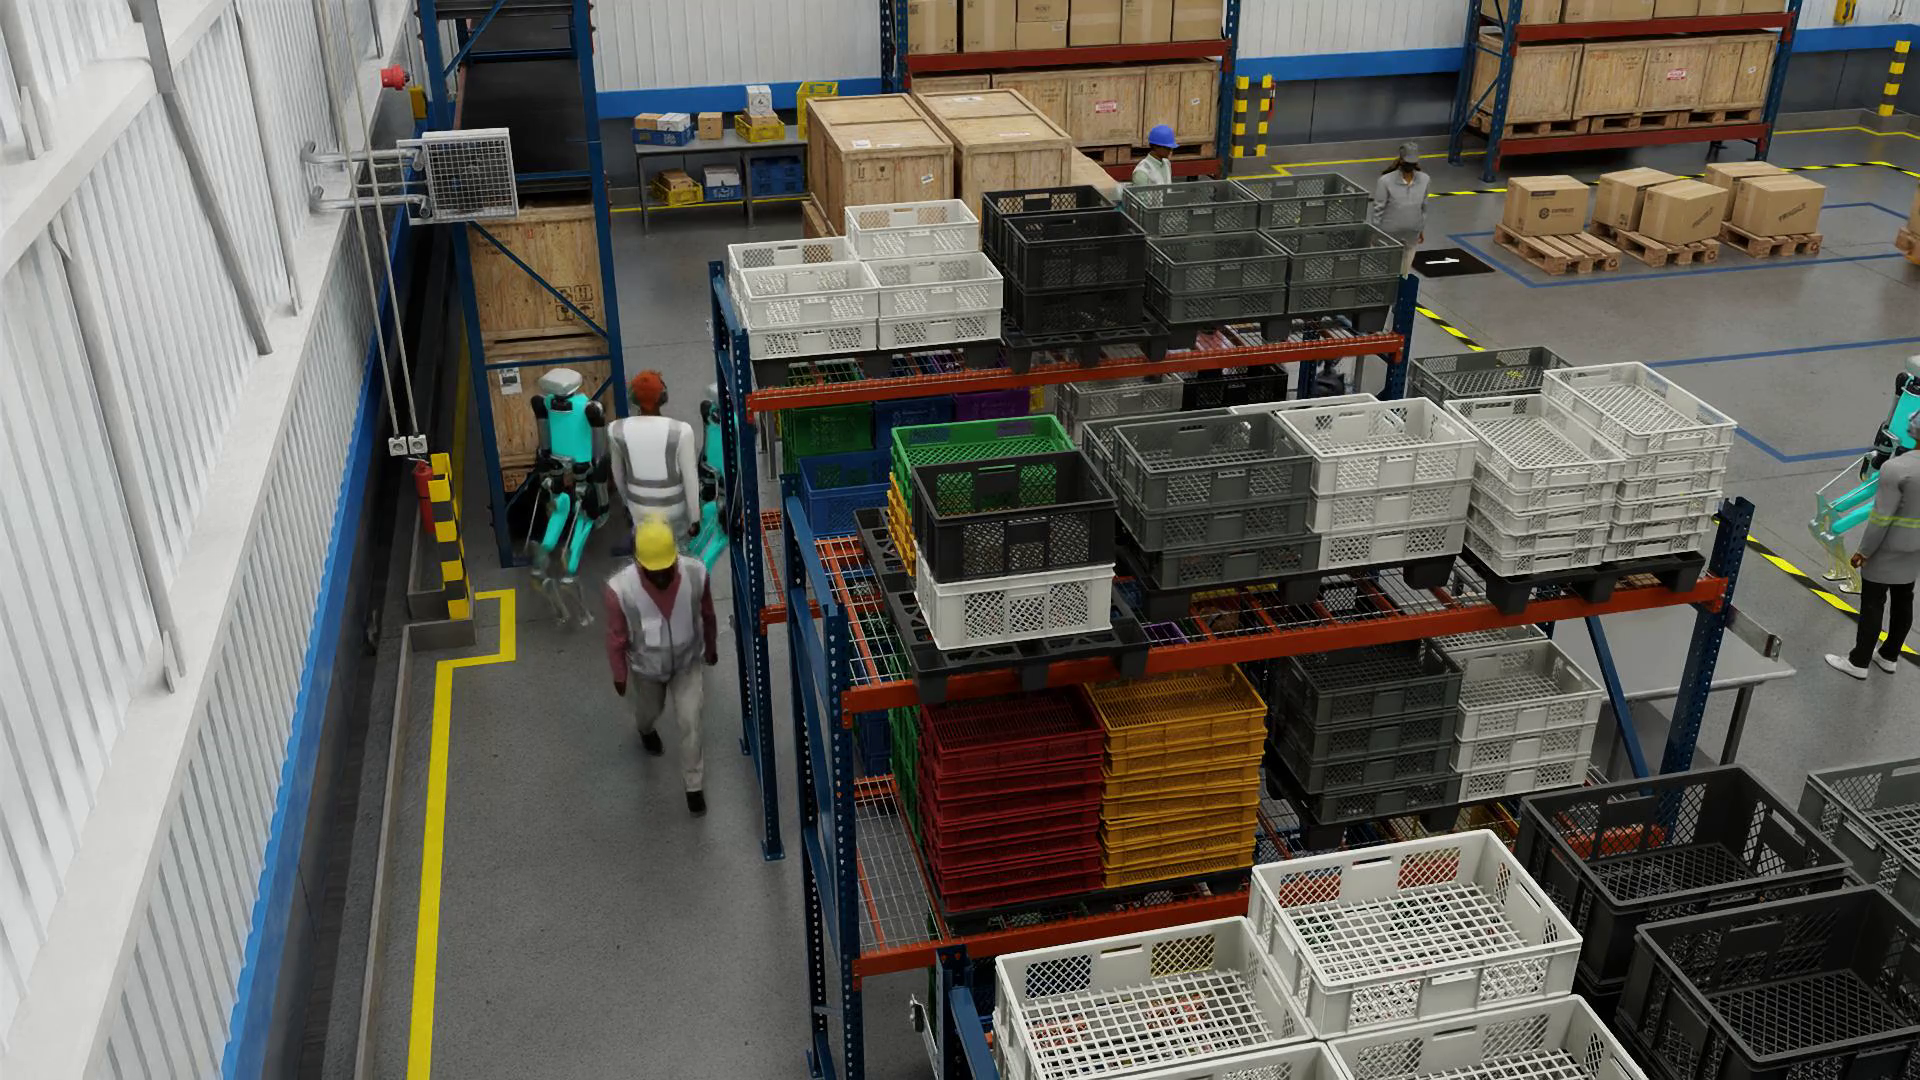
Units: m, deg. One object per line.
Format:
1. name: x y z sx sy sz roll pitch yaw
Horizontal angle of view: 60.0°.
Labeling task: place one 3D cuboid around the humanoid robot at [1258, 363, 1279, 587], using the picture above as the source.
1. humanoid robot: 2.116 -0.442 11.391 0.463 1.634 0.613 15 31 27

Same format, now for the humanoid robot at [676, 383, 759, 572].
1. humanoid robot: -1.662 -0.102 10.718 0.736 1.823 0.568 -21 35 -35

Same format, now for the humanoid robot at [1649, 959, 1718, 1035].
1. humanoid robot: 2.888 2.305 6.173 0.867 1.842 0.552 3 28 5

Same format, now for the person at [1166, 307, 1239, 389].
1. person: 1.718 -0.868 11.808 0.602 2.034 0.421 -16 32 -28

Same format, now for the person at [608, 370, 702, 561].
1. person: -1.950 -0.254 10.844 0.581 1.827 0.997 1 28 3

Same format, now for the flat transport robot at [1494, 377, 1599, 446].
1. flat transport robot: 4.780 -1.036 14.013 0.659 0.231 1.431 -6 28 -12

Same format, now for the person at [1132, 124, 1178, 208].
1. person: 1.852 -3.032 16.013 0.412 1.939 0.602 17 32 29

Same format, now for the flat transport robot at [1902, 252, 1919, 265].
1. flat transport robot: 10.588 -2.839 17.404 0.652 0.197 1.431 -1 28 -3

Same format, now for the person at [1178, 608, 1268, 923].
1. person: 1.229 1.160 8.173 0.622 1.835 0.431 -18 33 -30

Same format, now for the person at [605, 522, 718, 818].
1. person: -1.662 0.606 9.274 0.614 1.786 0.823 -10 29 -18

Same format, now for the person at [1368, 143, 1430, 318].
1. person: 4.227 -2.970 16.070 0.572 1.767 0.399 -6 28 -11

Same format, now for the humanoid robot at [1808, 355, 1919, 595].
1. humanoid robot: 6.067 -0.432 11.146 0.735 1.679 0.533 -1 28 -2

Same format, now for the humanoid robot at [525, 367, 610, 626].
1. humanoid robot: -2.601 -0.178 10.837 0.542 1.821 0.676 11 30 20

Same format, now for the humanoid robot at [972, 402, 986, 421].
1. humanoid robot: 0.153 -0.354 11.211 0.375 1.635 0.588 -22 35 -36

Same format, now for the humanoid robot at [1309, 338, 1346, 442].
1. humanoid robot: 2.464 -0.640 11.750 0.424 1.653 0.588 8 29 14

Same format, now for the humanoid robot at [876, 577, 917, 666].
1. humanoid robot: -0.251 0.084 10.382 0.881 1.834 0.552 -6 28 -11

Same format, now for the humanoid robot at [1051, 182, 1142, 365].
1. humanoid robot: 1.181 -2.243 14.783 0.883 1.821 0.552 -8 29 -14

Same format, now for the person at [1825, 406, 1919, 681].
1. person: 5.814 0.004 10.342 0.596 1.849 0.388 -8 29 -14

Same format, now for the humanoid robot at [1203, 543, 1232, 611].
1. humanoid robot: 1.692 -0.157 10.846 0.364 1.651 0.602 5 28 9
